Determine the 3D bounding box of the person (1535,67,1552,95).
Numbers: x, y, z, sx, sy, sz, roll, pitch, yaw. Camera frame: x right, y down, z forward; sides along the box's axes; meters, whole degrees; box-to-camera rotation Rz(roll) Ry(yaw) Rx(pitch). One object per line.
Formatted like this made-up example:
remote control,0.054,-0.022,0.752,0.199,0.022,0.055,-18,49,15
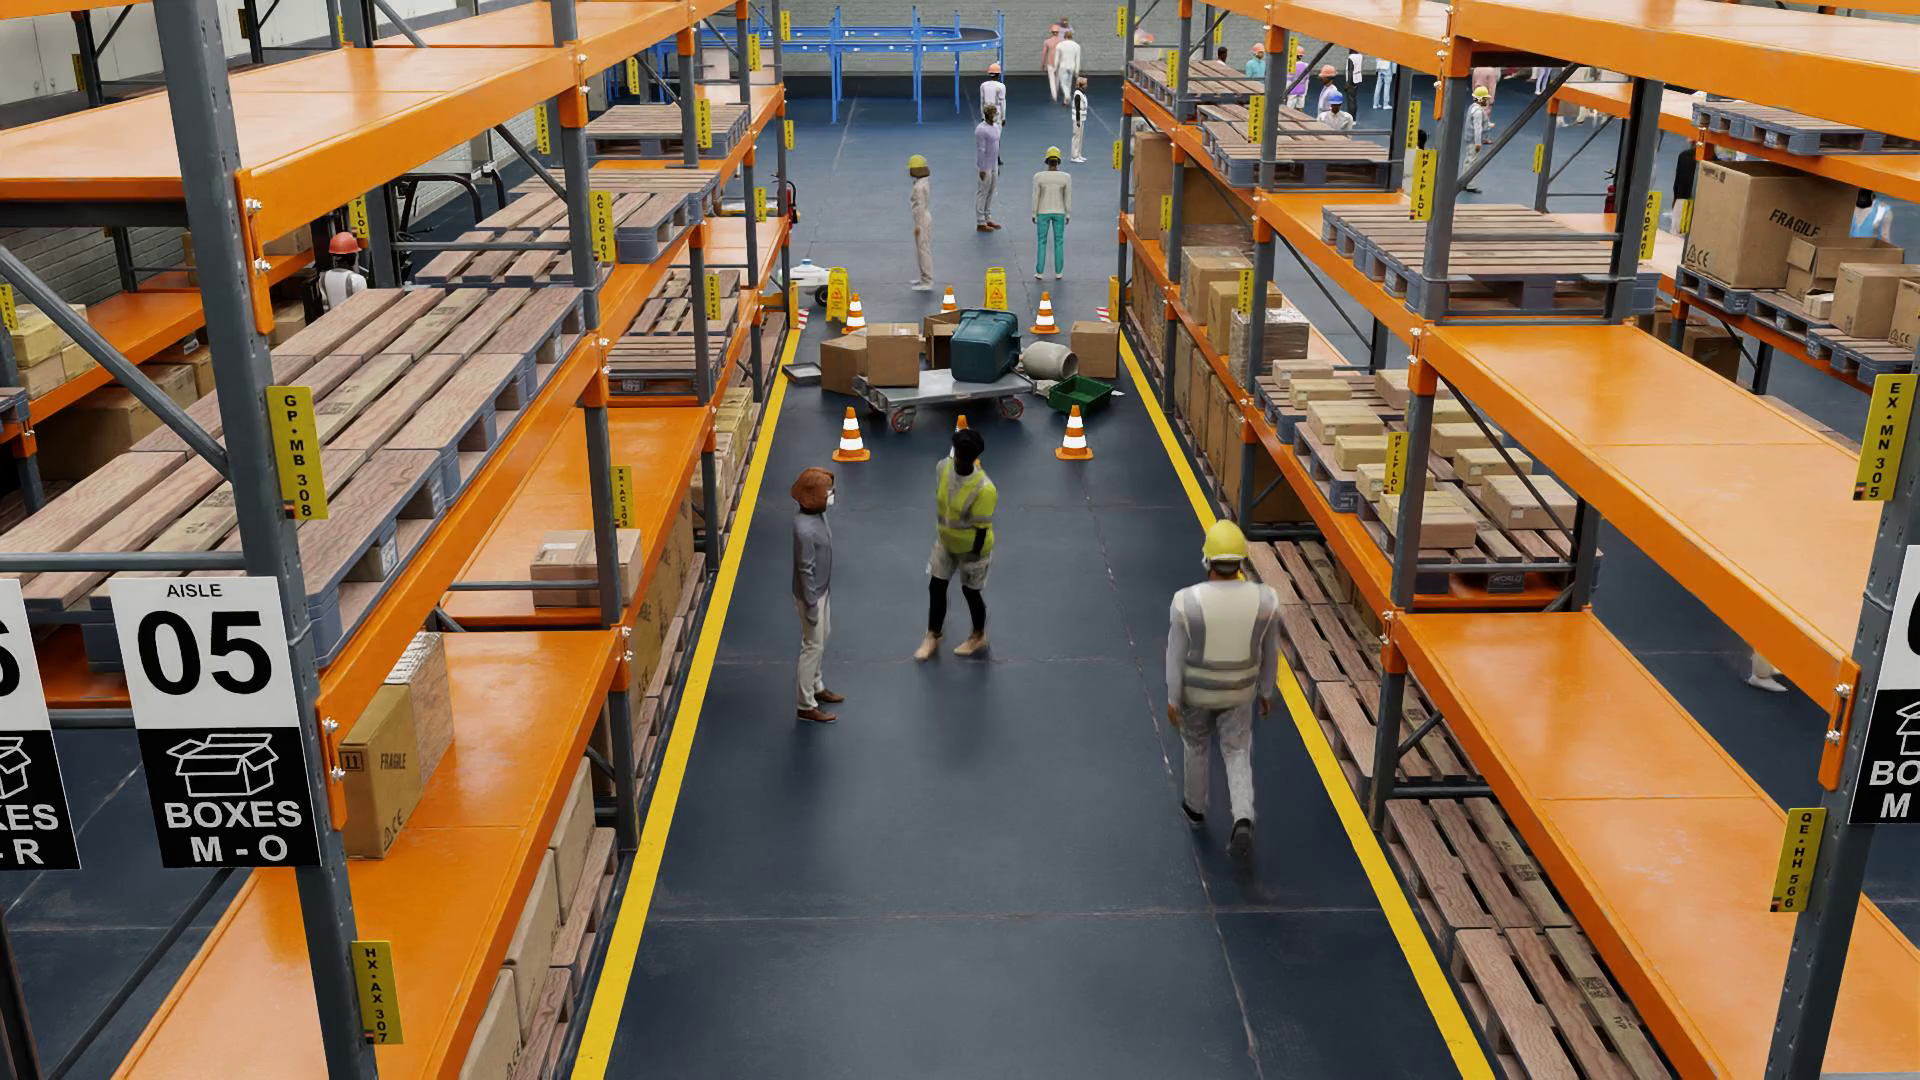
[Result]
person,15.914,-12.941,44.966,0.539,1.755,0.377,-14,25,-33

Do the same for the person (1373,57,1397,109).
person,10.677,-11.812,41.765,0.386,1.909,0.589,-17,27,-38

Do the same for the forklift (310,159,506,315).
forklift,-5.622,-2.910,17.832,2.313,2.155,1.214,-1,21,-1

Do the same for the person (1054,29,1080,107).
person,2.713,-11.860,41.870,0.634,1.920,0.796,-7,22,-18

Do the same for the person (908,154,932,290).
person,-0.525,-4.158,21.758,0.319,1.742,0.492,2,21,5

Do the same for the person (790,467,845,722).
person,-0.875,0.326,10.078,0.289,1.623,0.508,1,21,4

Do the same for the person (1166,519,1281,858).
person,1.361,0.776,8.631,0.596,1.808,0.740,-2,21,-5

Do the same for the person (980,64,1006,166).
person,0.658,-8.276,32.387,0.544,1.930,0.388,12,24,28

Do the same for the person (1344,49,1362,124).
person,9.082,-10.580,38.489,0.380,1.918,0.596,13,24,30

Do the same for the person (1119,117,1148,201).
person,2.966,-6.679,28.441,0.494,1.729,0.324,7,22,17

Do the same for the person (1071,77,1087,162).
person,2.359,-8.306,32.884,0.313,1.633,0.519,5,21,13

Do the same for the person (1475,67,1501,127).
person,12.148,-10.556,38.256,0.538,2.000,0.682,-6,21,-14

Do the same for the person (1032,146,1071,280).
person,1.220,-4.384,22.336,0.530,1.760,0.337,-2,21,-5

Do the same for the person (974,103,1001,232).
person,0.440,-5.763,25.728,0.372,1.941,0.627,10,23,24

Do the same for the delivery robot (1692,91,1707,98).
delivery robot,18.426,-11.000,41.364,0.477,0.478,0.707,15,25,33

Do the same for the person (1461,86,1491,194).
person,9.059,-7.015,29.185,0.404,1.832,0.594,1,21,4

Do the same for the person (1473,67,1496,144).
person,11.167,-9.401,35.395,0.410,1.905,0.641,-9,22,-22

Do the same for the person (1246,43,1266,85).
person,6.479,-9.849,36.447,0.612,1.997,0.375,-19,28,-41

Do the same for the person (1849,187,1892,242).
person,10.294,-3.221,19.183,0.654,1.810,0.796,13,24,31

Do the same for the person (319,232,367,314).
person,-5.643,-1.895,15.506,0.543,1.939,0.355,9,23,23

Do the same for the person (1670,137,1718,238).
person,10.119,-4.747,23.037,0.836,1.945,0.650,-16,26,-36

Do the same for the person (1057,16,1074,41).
person,2.975,-14.166,48.037,0.653,1.878,0.506,-2,21,-5

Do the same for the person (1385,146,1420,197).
person,6.089,-4.857,23.222,0.678,2.020,0.512,-11,23,-26

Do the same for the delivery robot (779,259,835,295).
delivery robot,-1.934,-3.306,21.029,0.707,0.478,0.477,-1,21,-3

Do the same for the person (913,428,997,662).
person,-0.013,0.041,10.767,0.585,1.652,0.615,18,27,39

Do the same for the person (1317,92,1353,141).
person,6.145,-6.404,27.431,0.603,1.939,0.417,6,21,15

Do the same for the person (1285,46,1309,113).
person,7.355,-9.804,36.404,0.548,1.942,0.343,-8,22,-20

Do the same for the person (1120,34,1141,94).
person,4.593,-12.971,44.809,0.567,1.914,0.570,-10,23,-25

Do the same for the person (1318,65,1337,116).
person,6.760,-7.746,30.825,0.371,2.044,0.608,-2,21,-4

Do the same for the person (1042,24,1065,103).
person,2.449,-12.346,43.106,0.624,1.962,0.963,-3,21,-8

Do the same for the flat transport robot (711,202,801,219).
flat transport robot,-3.328,-5.284,26.782,1.431,0.197,0.652,-5,21,-13

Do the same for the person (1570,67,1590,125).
person,14.445,-10.476,38.624,0.295,1.622,0.511,12,24,28
